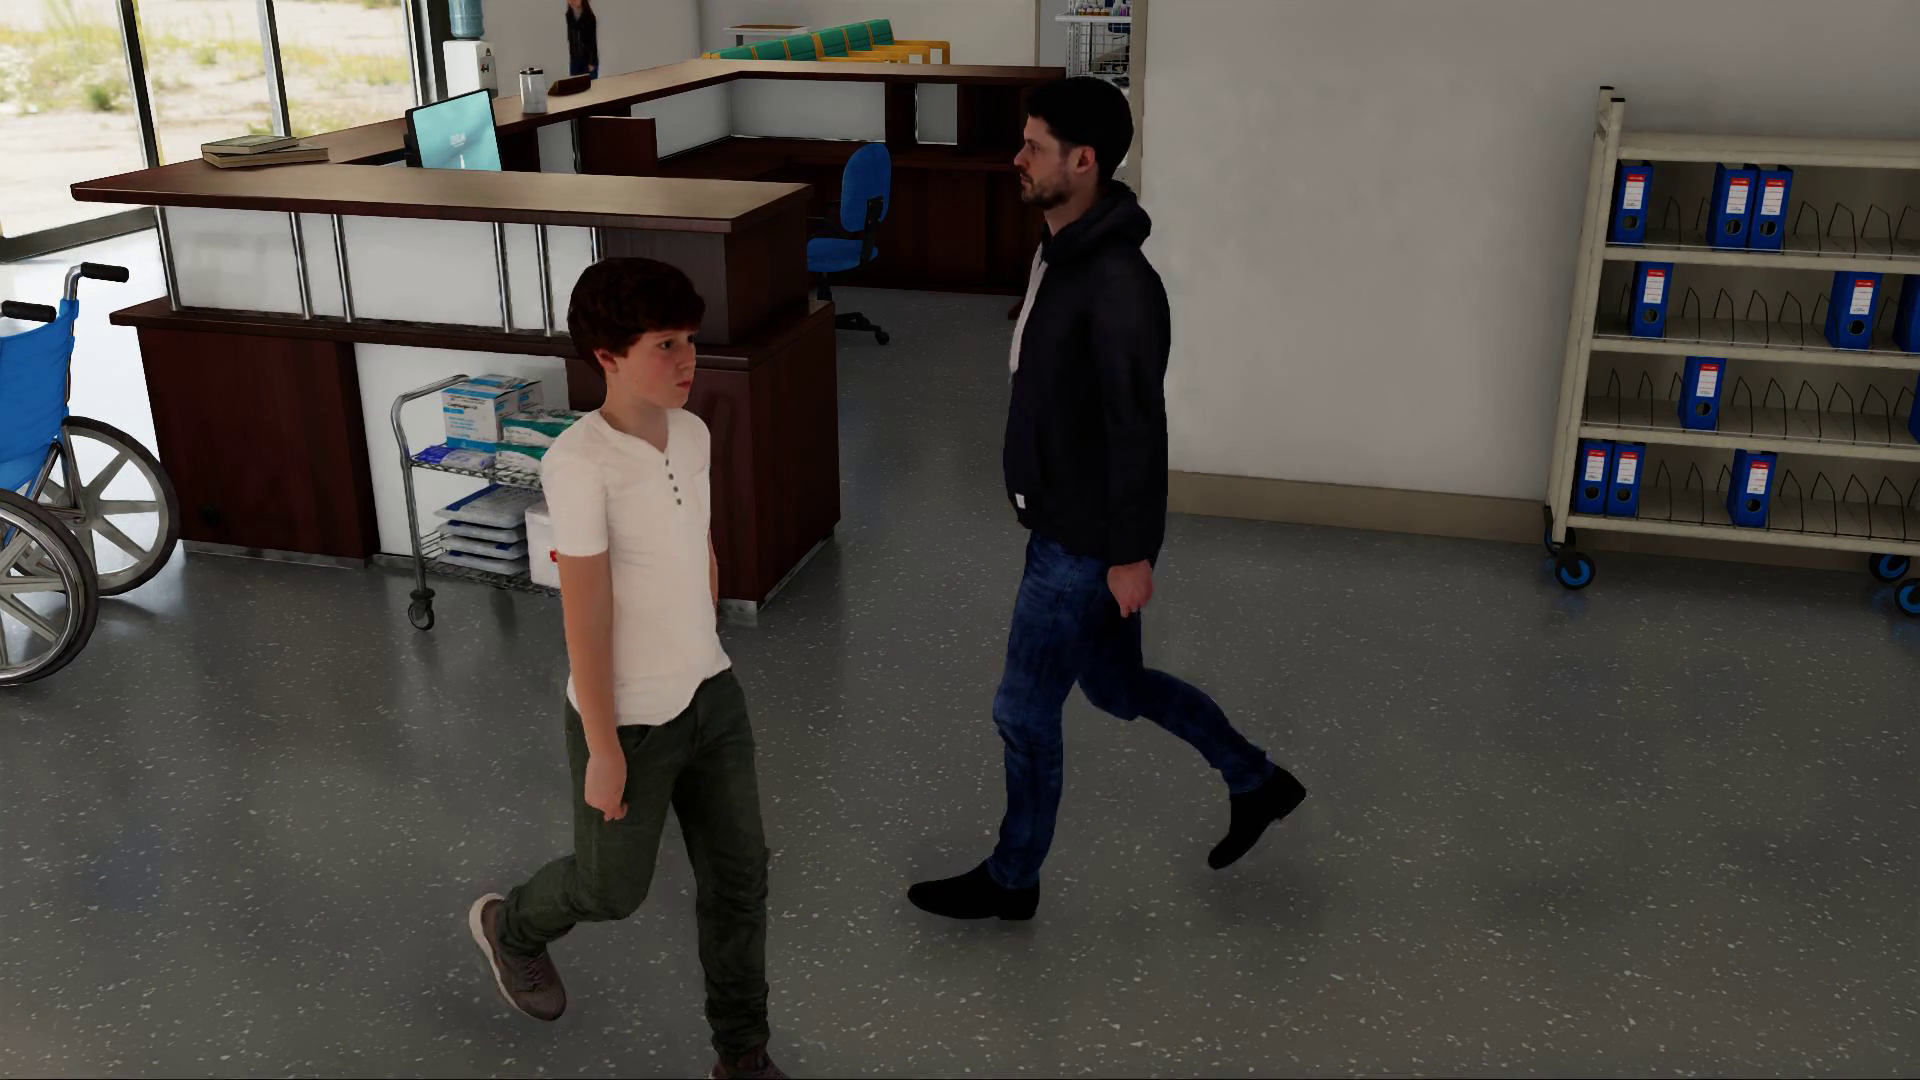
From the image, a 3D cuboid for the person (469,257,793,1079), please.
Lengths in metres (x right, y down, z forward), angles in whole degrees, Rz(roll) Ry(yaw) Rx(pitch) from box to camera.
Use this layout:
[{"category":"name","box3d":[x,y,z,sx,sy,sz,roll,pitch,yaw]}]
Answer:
[{"category":"person","box3d":[-0.628,0.311,3.033,1.135,1.631,0.798,13,24,30]}]

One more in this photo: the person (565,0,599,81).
[{"category":"person","box3d":[-3.946,-5.083,17.549,0.791,1.436,0.686,11,23,27]}]

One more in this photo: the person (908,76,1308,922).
[{"category":"person","box3d":[0.375,-0.021,3.576,1.257,1.867,0.941,-1,21,-3]}]
